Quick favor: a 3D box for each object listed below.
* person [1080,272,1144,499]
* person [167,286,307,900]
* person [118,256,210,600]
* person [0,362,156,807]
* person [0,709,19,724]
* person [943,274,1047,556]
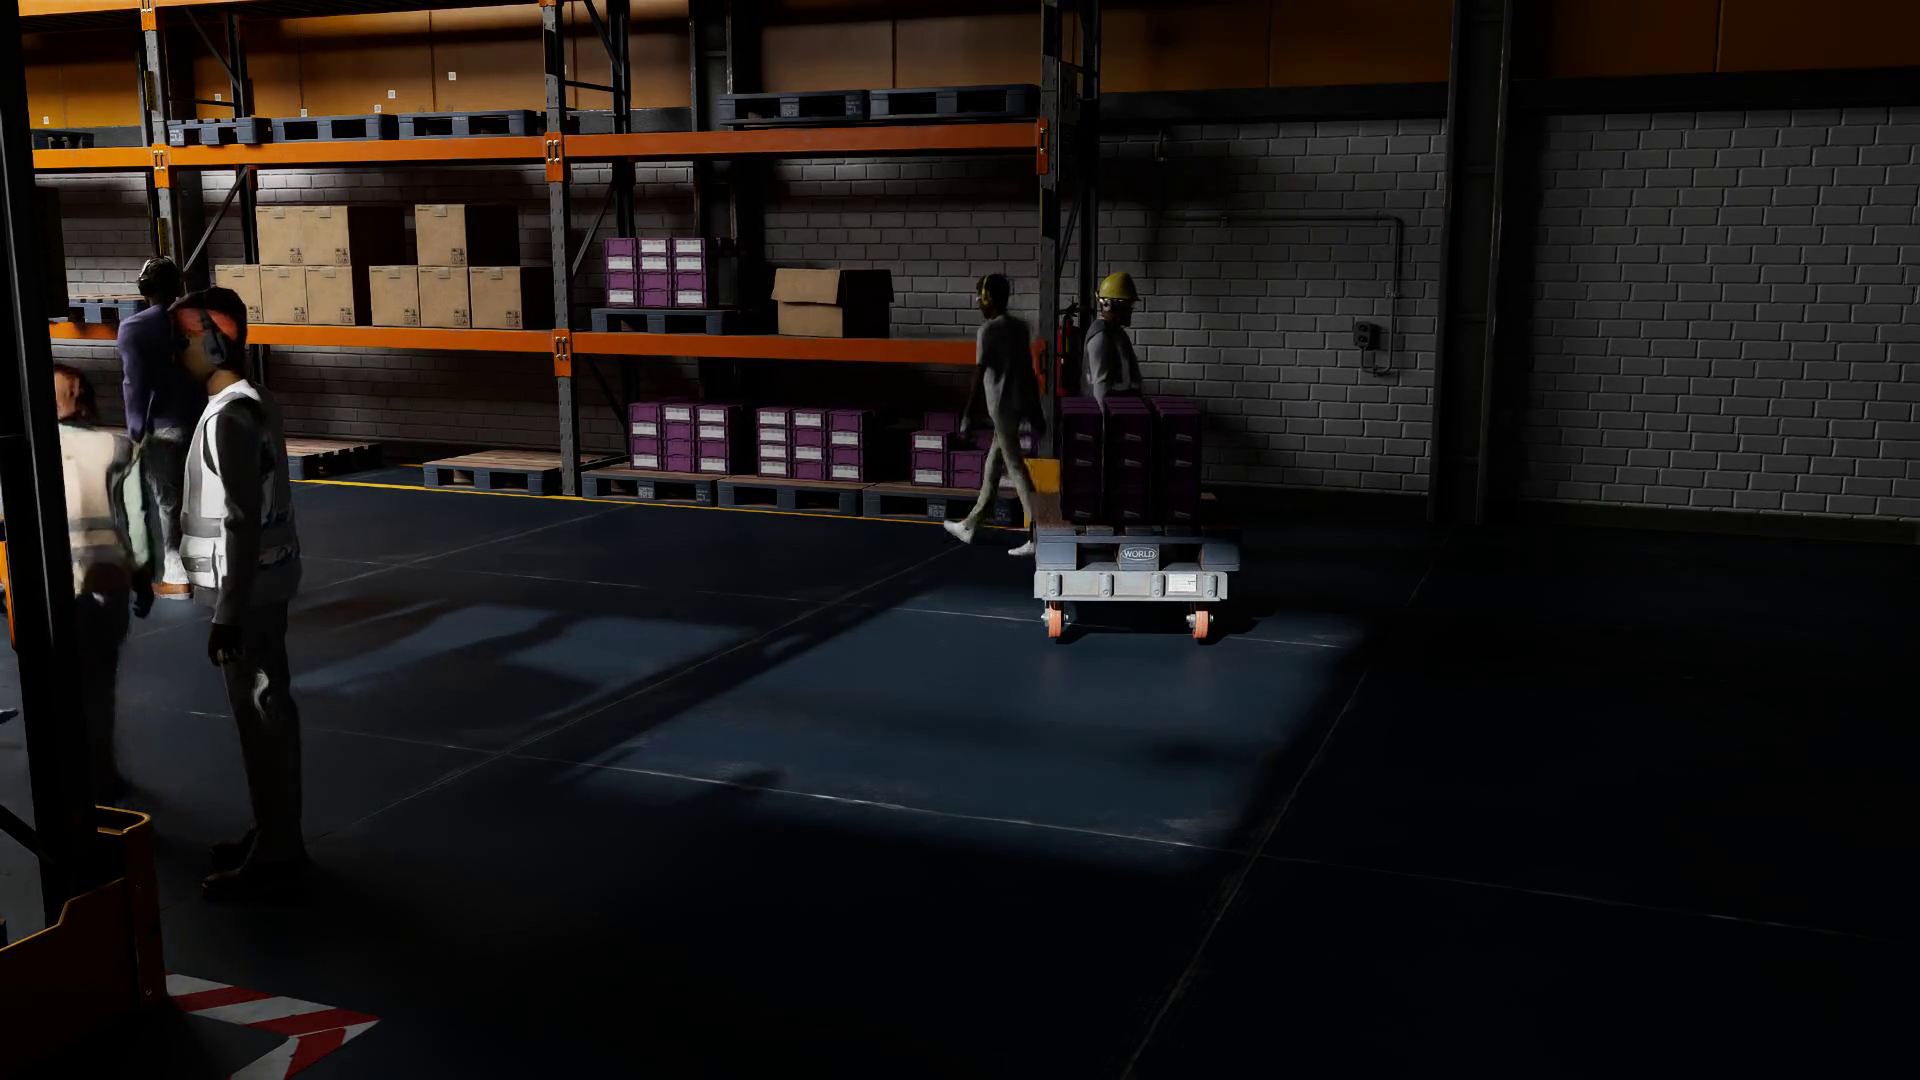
[{"bbox_3d":[0.976,-0.794,10.669,0.403,1.828,0.594,2,10,12],"label":"person"},{"bbox_3d":[-2.237,0.165,5.173,0.356,1.887,0.573,-3,11,-17],"label":"person"},{"bbox_3d":[-4.457,-0.629,9.447,0.372,1.941,0.627,6,12,29],"label":"person"},{"bbox_3d":[-3.168,0.161,5.995,0.520,1.599,0.847,-8,13,-39],"label":"person"},{"bbox_3d":[-4.236,0.066,6.505,0.844,1.597,0.508,0,10,0],"label":"person"},{"bbox_3d":[0.238,-0.813,10.850,0.983,1.802,0.640,7,12,33],"label":"person"}]
